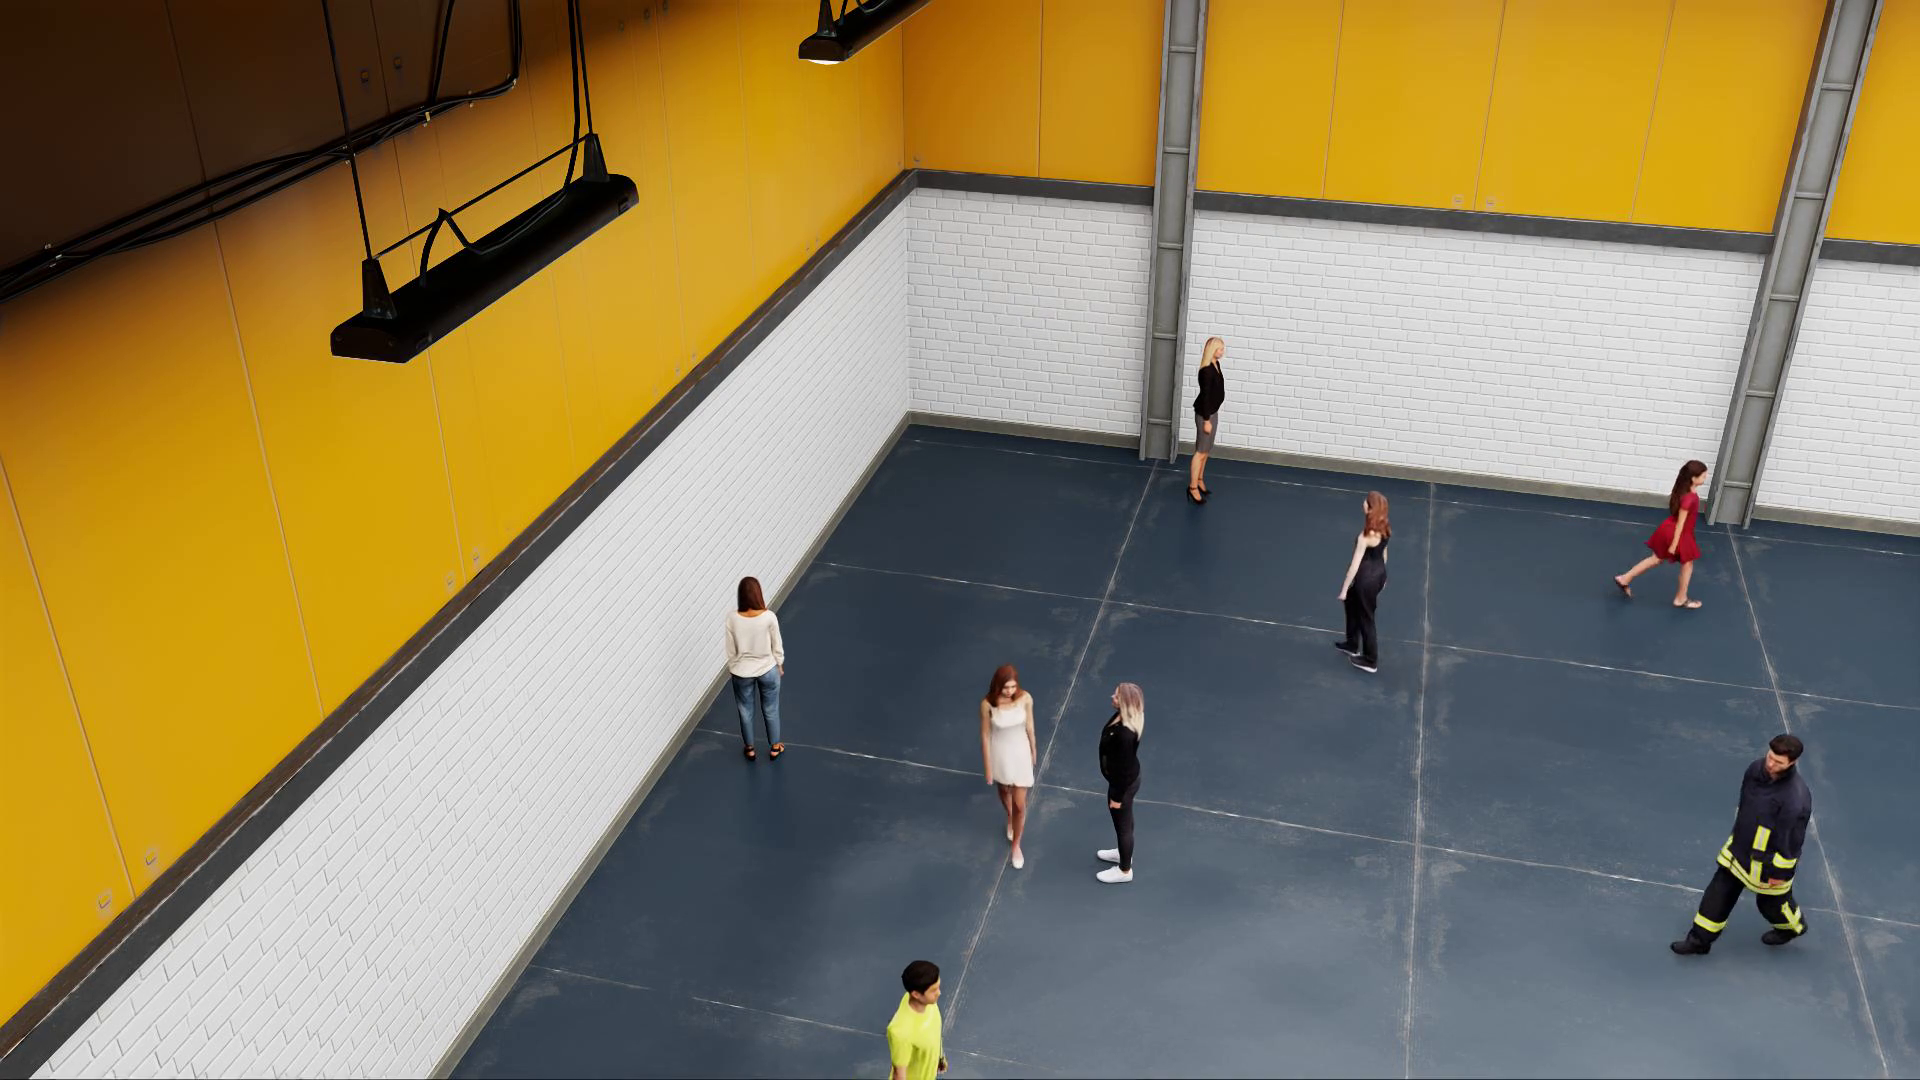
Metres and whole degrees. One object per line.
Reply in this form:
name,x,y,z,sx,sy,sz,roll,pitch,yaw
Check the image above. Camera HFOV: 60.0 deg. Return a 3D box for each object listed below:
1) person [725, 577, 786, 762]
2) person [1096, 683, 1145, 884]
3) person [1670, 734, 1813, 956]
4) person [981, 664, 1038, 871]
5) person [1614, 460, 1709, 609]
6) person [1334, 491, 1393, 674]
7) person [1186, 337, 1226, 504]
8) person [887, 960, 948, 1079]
person,-1.648,1.048,13.391,0.563,1.678,0.726,1,29,1
person,1.195,1.752,12.091,0.562,1.686,0.628,4,29,8
person,5.525,2.089,11.268,1.367,1.882,1.162,-6,29,-11
person,0.357,1.559,12.463,0.855,1.669,0.758,-1,29,-1
person,6.631,-0.061,15.584,1.048,1.524,0.586,5,29,9
person,3.650,0.398,14.525,0.833,1.734,0.765,23,36,35
person,2.578,-1.267,17.467,0.547,1.839,0.607,9,30,16
person,-0.334,3.094,9.618,0.637,1.700,0.657,6,29,11
